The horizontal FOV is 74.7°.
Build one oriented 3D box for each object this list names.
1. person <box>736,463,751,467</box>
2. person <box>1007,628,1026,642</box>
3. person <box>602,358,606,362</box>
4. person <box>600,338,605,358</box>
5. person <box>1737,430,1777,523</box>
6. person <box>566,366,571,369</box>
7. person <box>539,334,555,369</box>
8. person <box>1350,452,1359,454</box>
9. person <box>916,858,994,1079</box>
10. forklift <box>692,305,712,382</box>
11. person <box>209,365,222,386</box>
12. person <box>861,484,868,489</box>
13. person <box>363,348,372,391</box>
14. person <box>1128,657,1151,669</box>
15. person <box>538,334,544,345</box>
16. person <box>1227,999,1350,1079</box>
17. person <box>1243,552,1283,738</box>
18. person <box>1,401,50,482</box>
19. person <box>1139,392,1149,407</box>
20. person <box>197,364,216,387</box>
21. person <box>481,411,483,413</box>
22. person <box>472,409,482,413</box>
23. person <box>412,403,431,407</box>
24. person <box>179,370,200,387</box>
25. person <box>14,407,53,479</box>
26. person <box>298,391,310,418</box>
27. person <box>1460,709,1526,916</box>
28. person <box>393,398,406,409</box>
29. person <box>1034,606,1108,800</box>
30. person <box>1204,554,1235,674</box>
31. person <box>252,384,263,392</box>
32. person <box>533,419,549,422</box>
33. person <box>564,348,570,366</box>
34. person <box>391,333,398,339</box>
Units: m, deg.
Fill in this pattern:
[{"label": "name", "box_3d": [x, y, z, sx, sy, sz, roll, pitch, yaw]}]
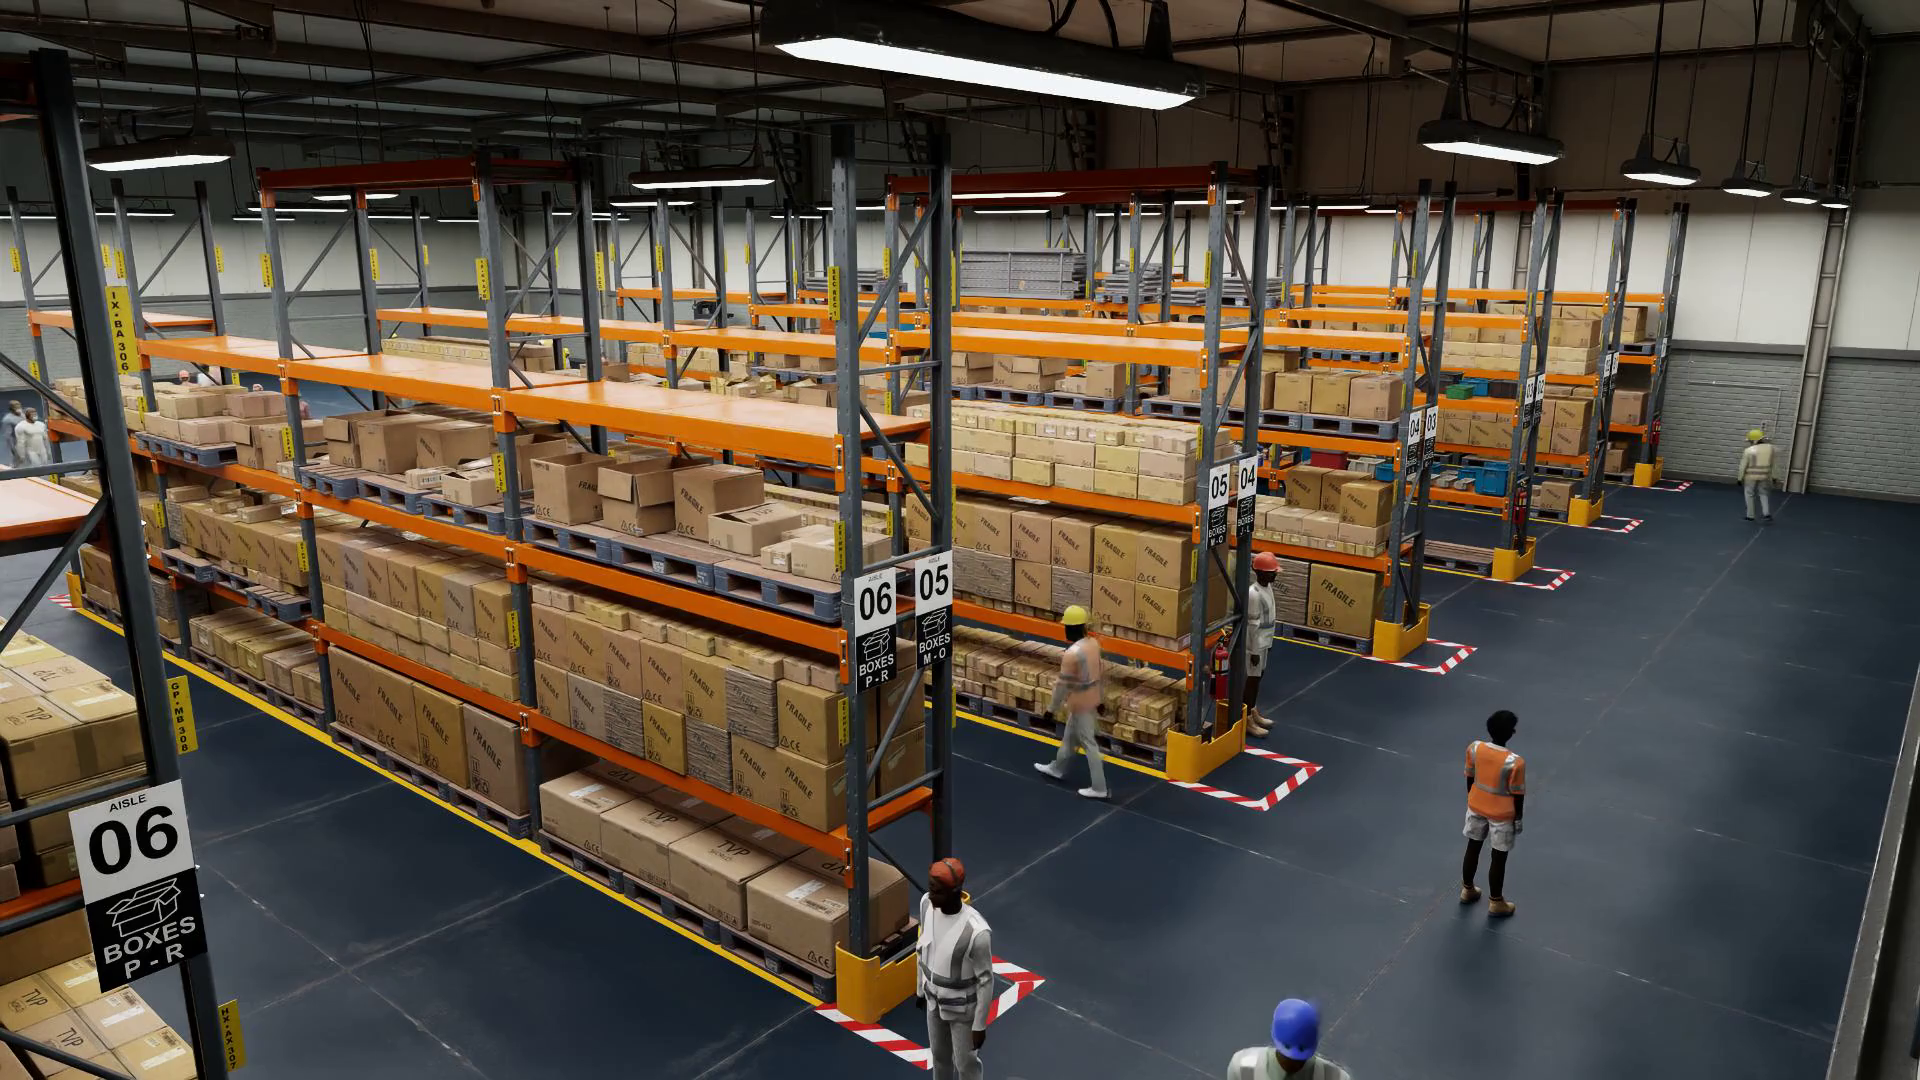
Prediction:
[{"label": "person", "box_3d": [-5.154, -2.773, 29.779, 0.615, 2.042, 0.374, 13, 18, 42]}, {"label": "person", "box_3d": [0.817, 0.647, 16.211, 0.625, 1.800, 0.583, 9, 16, 32]}, {"label": "person", "box_3d": [-10.294, -4.303, 36.359, 0.569, 1.905, 0.766, -9, 16, -31]}, {"label": "person", "box_3d": [-13.946, -7.296, 48.644, 0.672, 1.924, 0.615, 11, 17, 38]}, {"label": "person", "box_3d": [15.113, -1.198, 23.864, 0.689, 1.775, 0.438, 1, 14, 3]}, {"label": "person", "box_3d": [-11.421, -4.273, 36.784, 0.308, 1.645, 0.514, -7, 15, -26]}, {"label": "person", "box_3d": [-15.358, -6.861, 47.014, 0.629, 1.842, 0.429, -5, 15, -21]}, {"label": "person", "box_3d": [9.180, -2.620, 29.367, 0.358, 1.938, 0.633, 10, 17, 35]}, {"label": "person", "box_3d": [-0.052, 2.737, 7.442, 0.337, 1.882, 0.585, -12, 18, -41]}, {"label": "forklift", "box_3d": [-9.511, -7.392, 47.124, 1.873, 2.768, 1.129, 11, 17, 38]}, {"label": "person", "box_3d": [-21.644, -4.396, 36.780, 0.640, 1.886, 0.775, -11, 17, -37]}, {"label": "person", "box_3d": [-2.248, -2.057, 26.929, 0.538, 2.000, 0.684, 13, 19, 42]}, {"label": "person", "box_3d": [-20.439, -6.070, 43.889, 0.975, 1.789, 0.634, 13, 19, 43]}, {"label": "person", "box_3d": [2.265, 0.897, 15.535, 0.502, 1.633, 0.280, -13, 19, -43]}, {"label": "person", "box_3d": [-16.233, -7.401, 49.253, 0.533, 1.830, 0.407, -8, 16, -30]}, {"label": "person", "box_3d": [1.567, 3.050, 6.076, 0.625, 1.924, 0.818, 4, 14, 18]}, {"label": "person", "box_3d": [3.292, 1.119, 13.769, 0.375, 2.044, 0.607, 6, 15, 24]}, {"label": "person", "box_3d": [-20.149, -2.049, 27.117, 0.993, 1.890, 0.660, 4, 14, 16]}, {"label": "person", "box_3d": [4.098, -2.370, 28.369, 0.985, 1.911, 0.633, 13, 19, 42]}, {"label": "person", "box_3d": [-21.300, -4.102, 35.743, 0.627, 1.796, 0.986, 1, 14, 4]}, {"label": "person", "box_3d": [-13.235, -3.725, 34.549, 0.310, 1.634, 0.531, -2, 14, -8]}, {"label": "person", "box_3d": [-11.651, -2.744, 29.990, 0.668, 1.885, 0.665, -6, 15, -22]}, {"label": "person", "box_3d": [-12.387, -2.606, 29.305, 0.614, 1.948, 1.029, -10, 17, -36]}, {"label": "person", "box_3d": [-19.843, -3.380, 32.406, 0.653, 1.973, 0.627, -11, 17, -38]}, {"label": "person", "box_3d": [-18.990, -1.771, 25.905, 0.471, 1.921, 0.664, 3, 14, 12]}, {"label": "person", "box_3d": [-16.090, -2.820, 30.649, 0.507, 1.721, 0.874, -7, 15, -25]}, {"label": "person", "box_3d": [4.294, 2.177, 10.135, 0.318, 1.699, 0.534, -9, 16, -31]}, {"label": "person", "box_3d": [-13.634, -2.919, 30.802, 0.515, 1.846, 0.498, -3, 14, -11]}, {"label": "person", "box_3d": [1.083, 1.565, 12.269, 0.929, 1.880, 0.598, 7, 15, 27]}, {"label": "person", "box_3d": [3.071, 0.770, 15.661, 0.658, 1.820, 0.670, -7, 15, -27]}, {"label": "person", "box_3d": [-16.697, -2.778, 30.088, 0.643, 1.908, 0.411, -2, 14, -6]}, {"label": "person", "box_3d": [-8.905, -1.923, 26.563, 0.546, 1.914, 0.722, -13, 19, -42]}, {"label": "person", "box_3d": [-12.893, -5.409, 41.250, 0.299, 1.743, 0.486, 1, 14, 5]}, {"label": "person", "box_3d": [-21.062, -6.830, 47.045, 0.331, 1.768, 0.526, 7, 15, 28]}]
